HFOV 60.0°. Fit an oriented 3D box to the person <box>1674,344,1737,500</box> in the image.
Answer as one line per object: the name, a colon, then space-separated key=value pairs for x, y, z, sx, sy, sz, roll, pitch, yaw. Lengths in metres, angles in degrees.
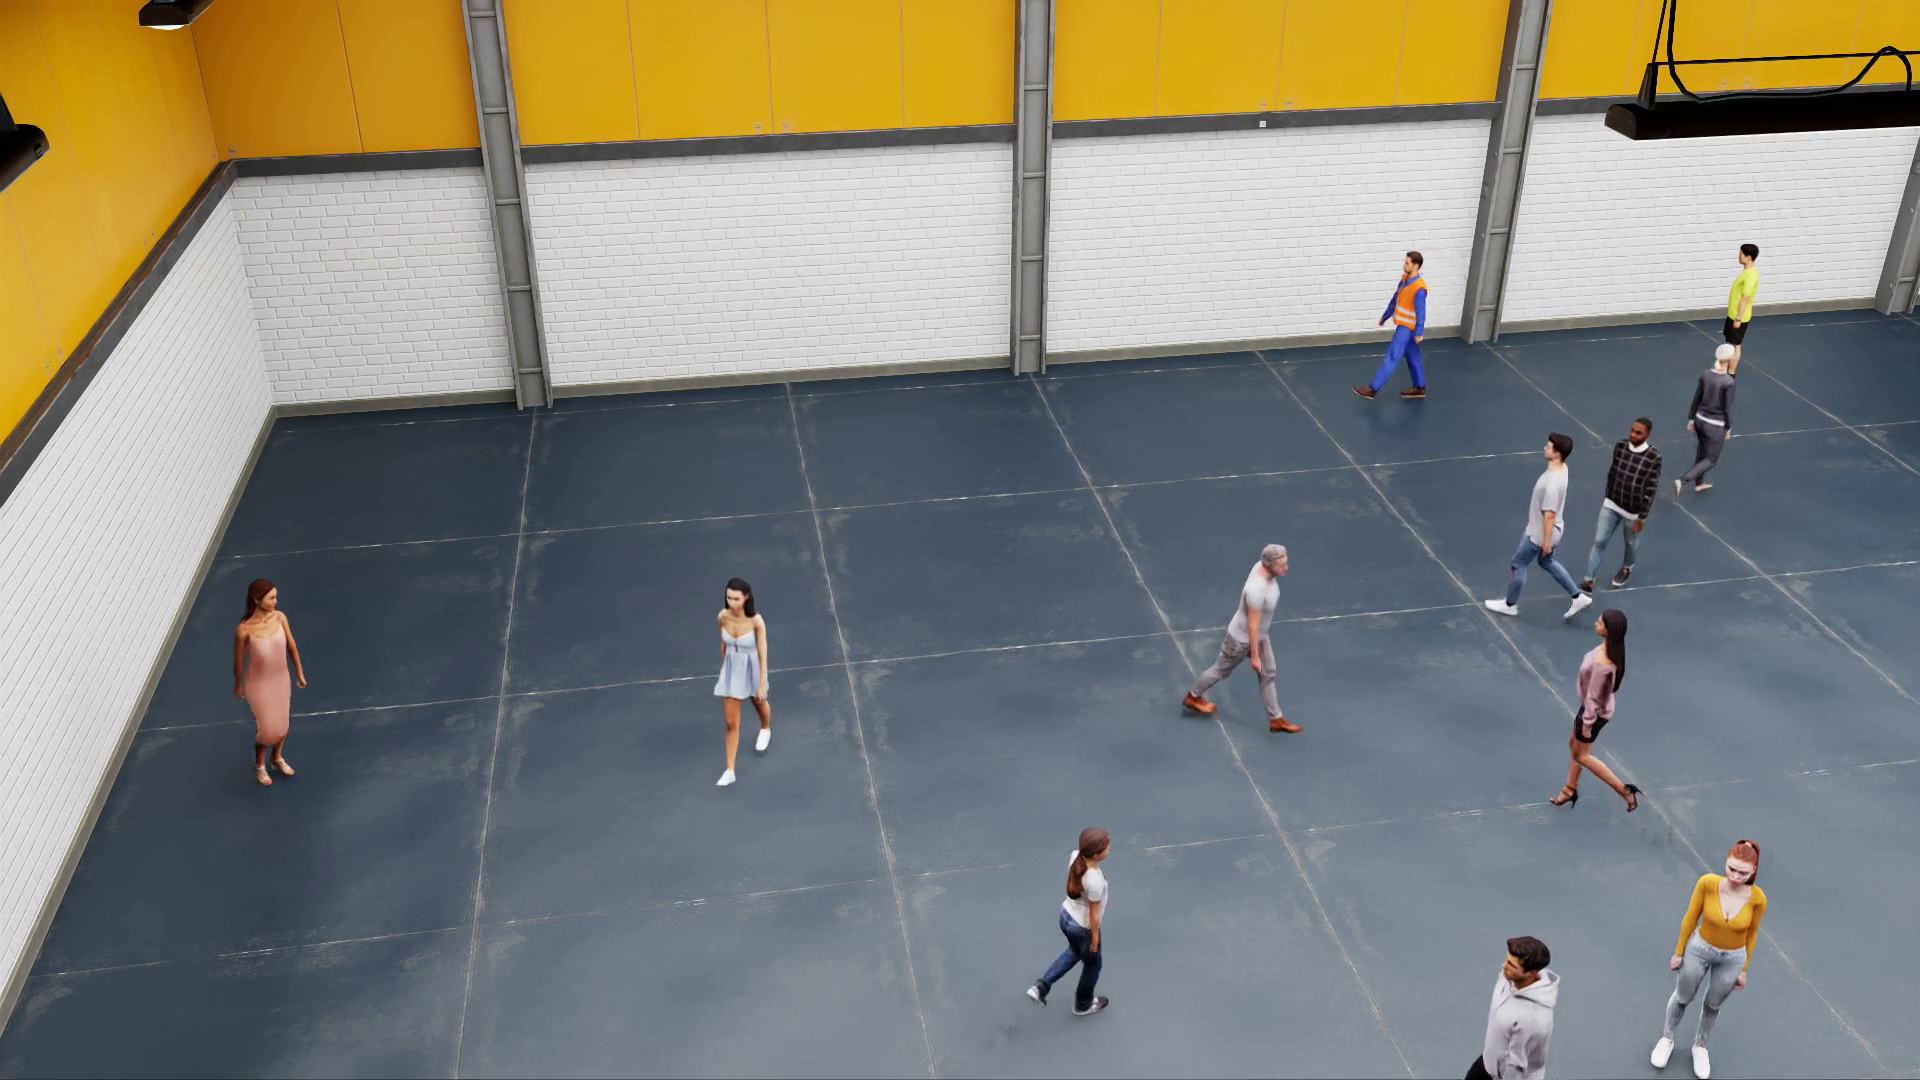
person: x=7.739 y=-1.193 z=17.269 sx=1.040 sy=1.697 sz=0.766 roll=-12 pitch=31 yaw=-22

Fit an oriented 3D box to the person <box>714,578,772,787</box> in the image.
person: x=-1.657 y=1.034 z=13.204 sx=1.145 sy=1.680 sz=0.944 roll=6 pitch=29 yaw=11

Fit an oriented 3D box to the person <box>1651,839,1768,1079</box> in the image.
person: x=4.666 y=2.580 z=10.299 sx=0.640 sy=1.749 sz=0.740 roll=11 pitch=31 yaw=20

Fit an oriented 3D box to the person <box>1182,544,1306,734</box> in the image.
person: x=2.254 y=0.784 z=13.600 sx=1.363 sy=1.741 sz=1.200 roll=11 pitch=31 yaw=20

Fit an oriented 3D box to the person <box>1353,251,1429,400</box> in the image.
person: x=5.330 y=-2.487 z=19.516 sx=1.172 sy=1.818 sz=0.764 roll=-2 pitch=29 yaw=-4

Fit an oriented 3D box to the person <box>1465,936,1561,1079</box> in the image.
person: x=3.195 y=2.991 z=9.374 sx=0.636 sy=1.912 sz=0.700 roll=-3 pitch=29 yaw=-5

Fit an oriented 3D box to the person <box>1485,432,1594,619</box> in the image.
person: x=5.387 y=-0.086 z=15.072 sx=1.238 sy=1.858 sz=1.105 roll=14 pitch=32 yaw=24

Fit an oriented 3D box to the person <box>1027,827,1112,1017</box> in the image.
person: x=0.730 y=2.486 z=10.688 sx=0.863 sy=1.542 sz=0.671 roll=-12 pitch=31 yaw=-22

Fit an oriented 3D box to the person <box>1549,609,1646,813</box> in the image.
person: x=4.860 y=1.344 z=12.513 sx=1.018 sy=1.799 sz=0.945 roll=17 pitch=33 yaw=28

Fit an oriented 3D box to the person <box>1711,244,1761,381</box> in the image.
person: x=9.444 y=-2.761 z=20.135 sx=0.689 sy=1.707 sz=0.694 roll=10 pitch=30 yaw=17

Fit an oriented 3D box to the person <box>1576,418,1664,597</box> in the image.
person: x=6.307 y=-0.334 z=15.607 sx=1.266 sy=1.782 sz=1.074 roll=-23 pitch=36 yaw=-36

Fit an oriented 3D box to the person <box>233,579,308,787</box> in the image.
person: x=-5.442 y=1.108 z=12.947 sx=0.754 sy=1.797 sz=0.816 roll=-23 pitch=36 yaw=-35
